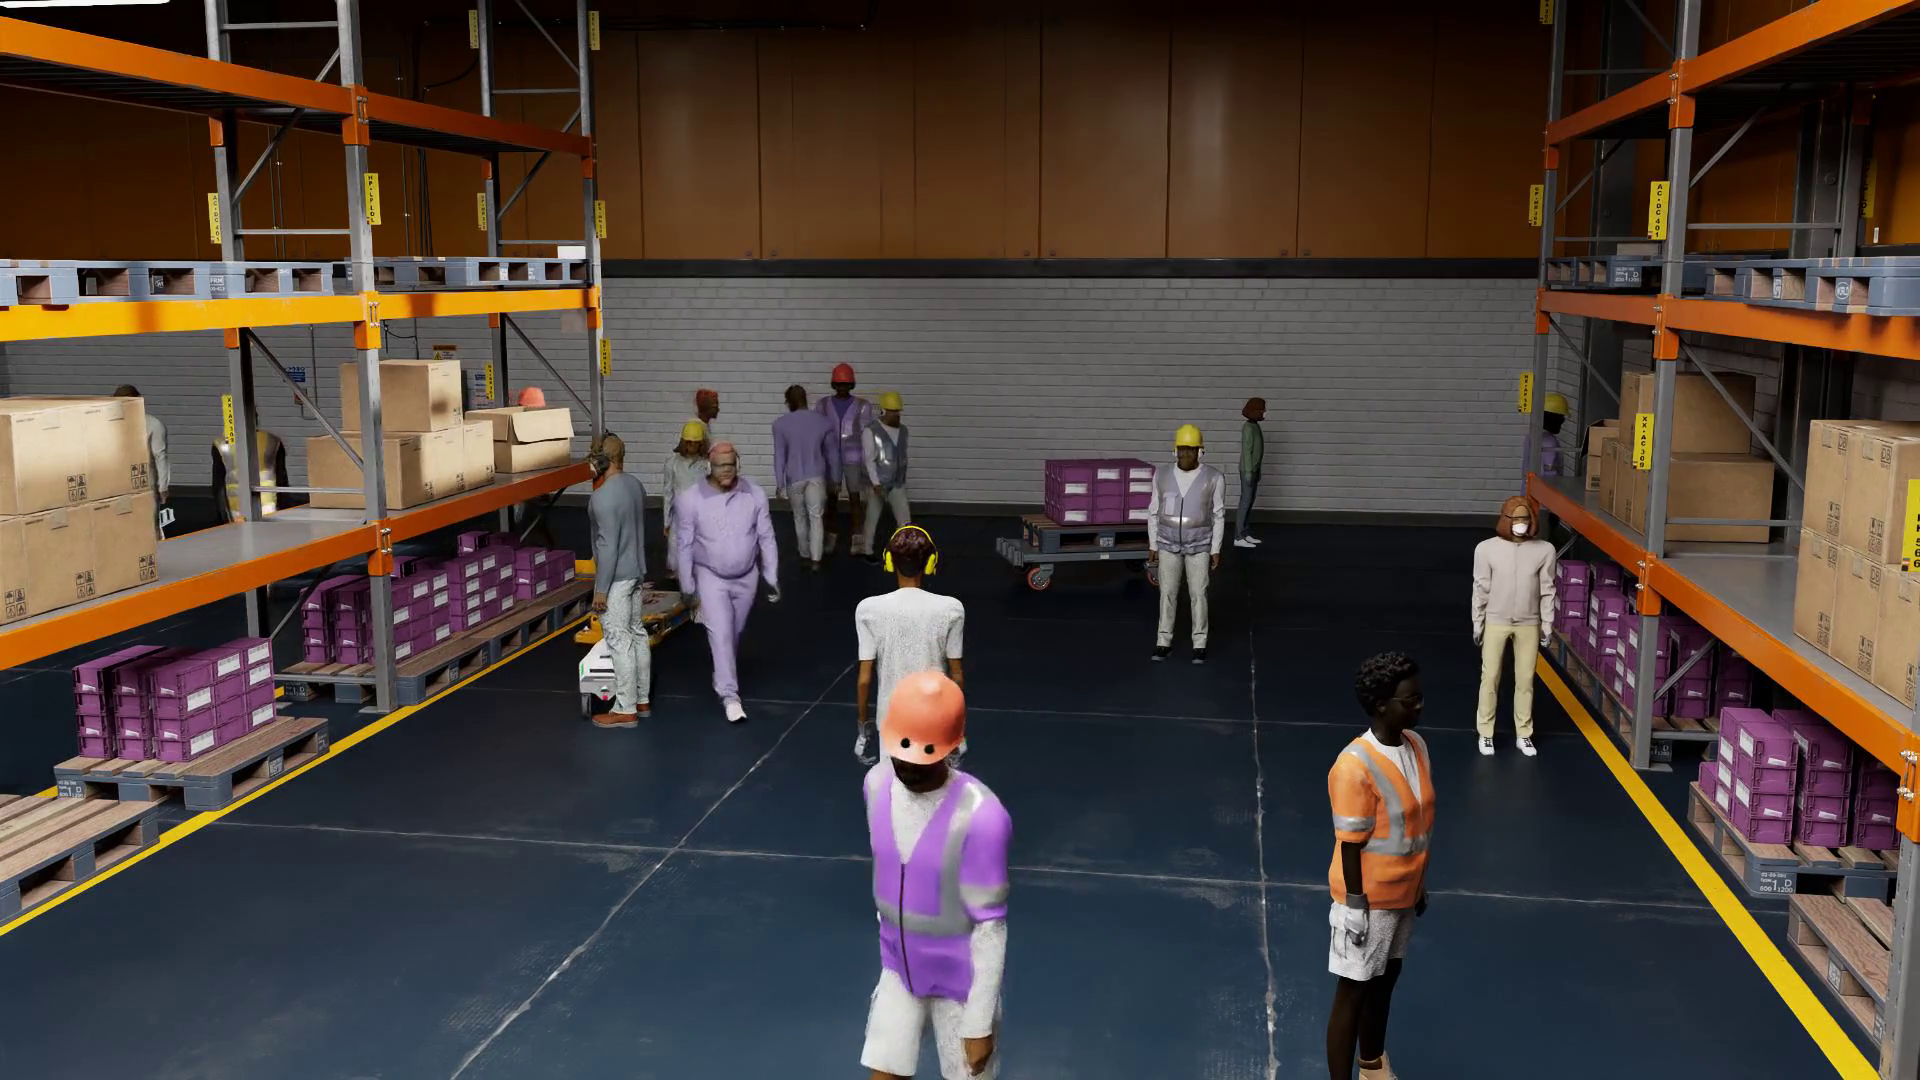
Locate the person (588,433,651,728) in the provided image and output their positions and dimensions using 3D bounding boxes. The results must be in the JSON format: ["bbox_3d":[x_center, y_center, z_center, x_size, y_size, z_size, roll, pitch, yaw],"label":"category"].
[{"bbox_3d":[-2.247,0.264,10.936,0.354,1.936,0.635,2,9,11],"label":"person"}]

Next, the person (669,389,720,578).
[{"bbox_3d":[-2.493,-0.539,16.135,0.741,1.850,0.592,-1,9,-5],"label":"person"}]

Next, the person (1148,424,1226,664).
[{"bbox_3d":[1.716,0.031,12.697,0.590,1.833,0.404,3,10,18],"label":"person"}]

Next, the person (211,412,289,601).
[{"bbox_3d":[-6.458,-0.351,15.176,0.637,1.800,0.972,-4,10,-26],"label":"person"}]

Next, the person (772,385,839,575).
[{"bbox_3d":[-1.526,-0.603,16.512,0.669,1.869,1.065,-2,9,-11],"label":"person"}]

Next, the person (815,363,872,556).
[{"bbox_3d":[-1.230,-0.837,17.467,0.609,2.035,0.415,1,9,7],"label":"person"}]

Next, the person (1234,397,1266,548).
[{"bbox_3d":[3.159,-0.734,18.050,0.288,1.627,0.502,4,10,21],"label":"person"}]

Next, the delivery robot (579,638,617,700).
[{"bbox_3d":[-2.365,0.839,11.353,0.477,0.478,0.707,0,9,-1],"label":"delivery robot"}]

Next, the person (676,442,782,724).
[{"bbox_3d":[-1.565,0.264,11.225,0.642,1.855,1.002,-5,10,-26],"label":"person"}]

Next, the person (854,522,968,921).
[{"bbox_3d":[-0.223,0.853,7.514,0.519,1.873,0.335,0,9,-1],"label":"person"}]

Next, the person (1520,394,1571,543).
[{"bbox_3d":[5.139,-0.327,14.645,0.381,1.918,0.584,0,9,-2],"label":"person"}]

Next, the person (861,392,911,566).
[{"bbox_3d":[-0.711,-0.587,16.682,0.599,1.785,0.906,-7,12,-37],"label":"person"}]

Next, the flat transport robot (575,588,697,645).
[{"bbox_3d":[-2.631,0.624,13.843,0.652,0.197,1.431,1,9,8],"label":"flat transport robot"}]

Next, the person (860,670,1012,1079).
[{"bbox_3d":[-0.050,1.268,4.875,0.559,1.888,0.650,7,12,37],"label":"person"}]

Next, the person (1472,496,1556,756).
[{"bbox_3d":[3.404,0.530,10.259,0.498,1.625,0.280,1,9,7],"label":"person"}]

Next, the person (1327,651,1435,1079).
[{"bbox_3d":[1.462,1.220,5.776,0.318,1.700,0.535,8,12,39],"label":"person"}]

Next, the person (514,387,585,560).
[{"bbox_3d":[-4.098,-0.514,15.922,0.973,1.882,0.558,-2,9,-11],"label":"person"}]

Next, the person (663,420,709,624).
[{"bbox_3d":[-2.272,-0.164,14.178,0.513,1.727,0.390,0,9,-2],"label":"person"}]

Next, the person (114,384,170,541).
[{"bbox_3d":[-7.814,-0.511,15.767,0.631,1.932,0.371,-1,9,-5],"label":"person"}]
